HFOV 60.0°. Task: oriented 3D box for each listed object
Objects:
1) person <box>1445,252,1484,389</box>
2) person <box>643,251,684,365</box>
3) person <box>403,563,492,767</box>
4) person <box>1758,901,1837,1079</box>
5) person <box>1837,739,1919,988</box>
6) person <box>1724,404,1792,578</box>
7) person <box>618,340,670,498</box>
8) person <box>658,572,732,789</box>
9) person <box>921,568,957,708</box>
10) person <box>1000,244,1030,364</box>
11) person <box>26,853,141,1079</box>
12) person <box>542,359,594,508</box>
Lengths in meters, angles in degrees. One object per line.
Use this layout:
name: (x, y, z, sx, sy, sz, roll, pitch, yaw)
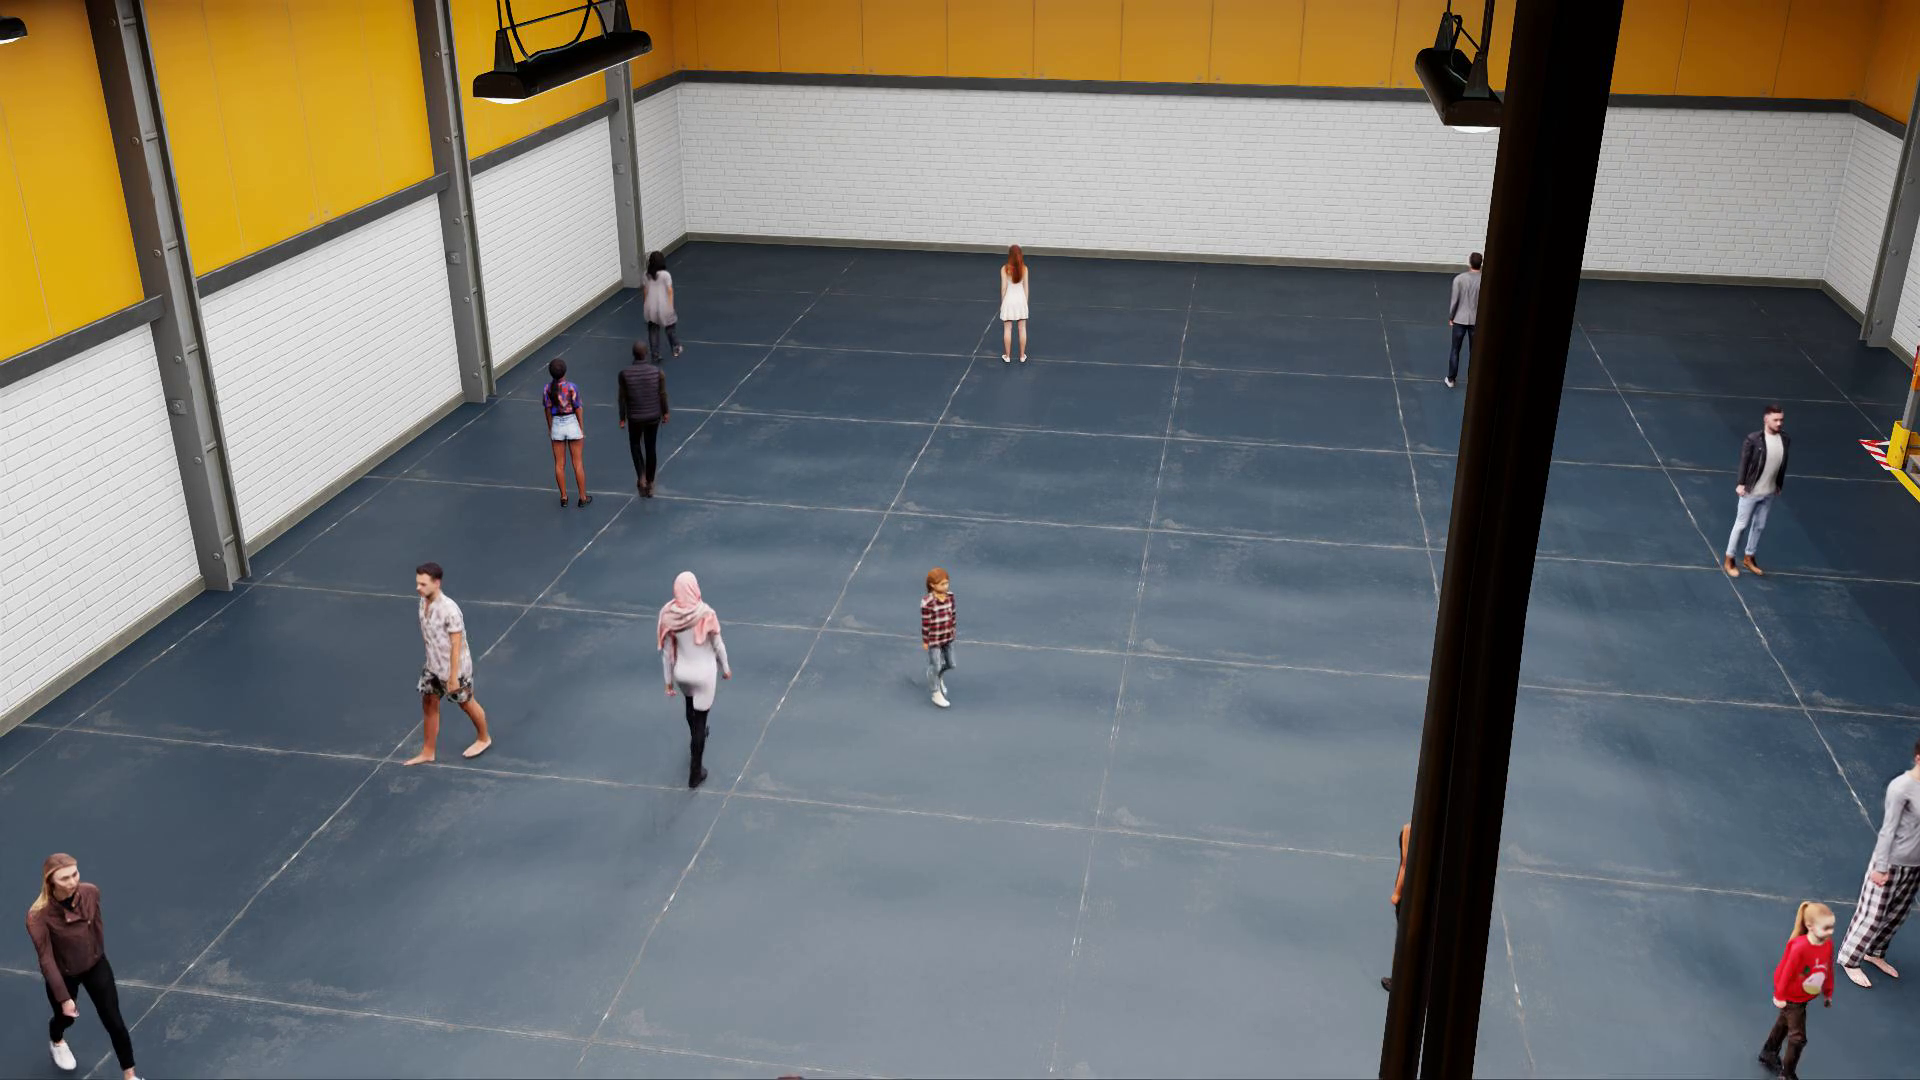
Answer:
person: (6.925, -2.998, 22.645, 0.682, 1.875, 0.587, 5, 24, 11)
person: (-4.316, -3.283, 23.663, 0.681, 1.583, 0.892, 6, 24, 14)
person: (-4.128, 0.979, 13.660, 0.974, 1.785, 1.112, 18, 30, 36)
person: (5.110, 2.756, 10.238, 0.684, 1.272, 0.758, -12, 26, -25)
person: (6.228, 2.100, 11.020, 0.715, 1.847, 0.719, -9, 25, -19)
person: (8.185, -0.527, 17.043, 0.720, 1.836, 0.665, -4, 24, -10)
person: (-3.605, -1.360, 18.961, 0.835, 1.825, 0.819, -5, 24, -12)
person: (-2.139, 1.149, 13.291, 0.650, 1.771, 1.011, 4, 24, 10)
person: (-0.231, 0.824, 14.624, 0.674, 1.298, 0.735, -16, 28, -32)
person: (0.781, -3.388, 23.742, 0.608, 1.713, 0.605, -2, 24, -4)
person: (-5.400, 2.615, 10.067, 1.019, 1.665, 1.146, 17, 29, 34)
person: (-4.445, -1.214, 18.733, 0.605, 1.741, 0.541, 1, 24, 3)
